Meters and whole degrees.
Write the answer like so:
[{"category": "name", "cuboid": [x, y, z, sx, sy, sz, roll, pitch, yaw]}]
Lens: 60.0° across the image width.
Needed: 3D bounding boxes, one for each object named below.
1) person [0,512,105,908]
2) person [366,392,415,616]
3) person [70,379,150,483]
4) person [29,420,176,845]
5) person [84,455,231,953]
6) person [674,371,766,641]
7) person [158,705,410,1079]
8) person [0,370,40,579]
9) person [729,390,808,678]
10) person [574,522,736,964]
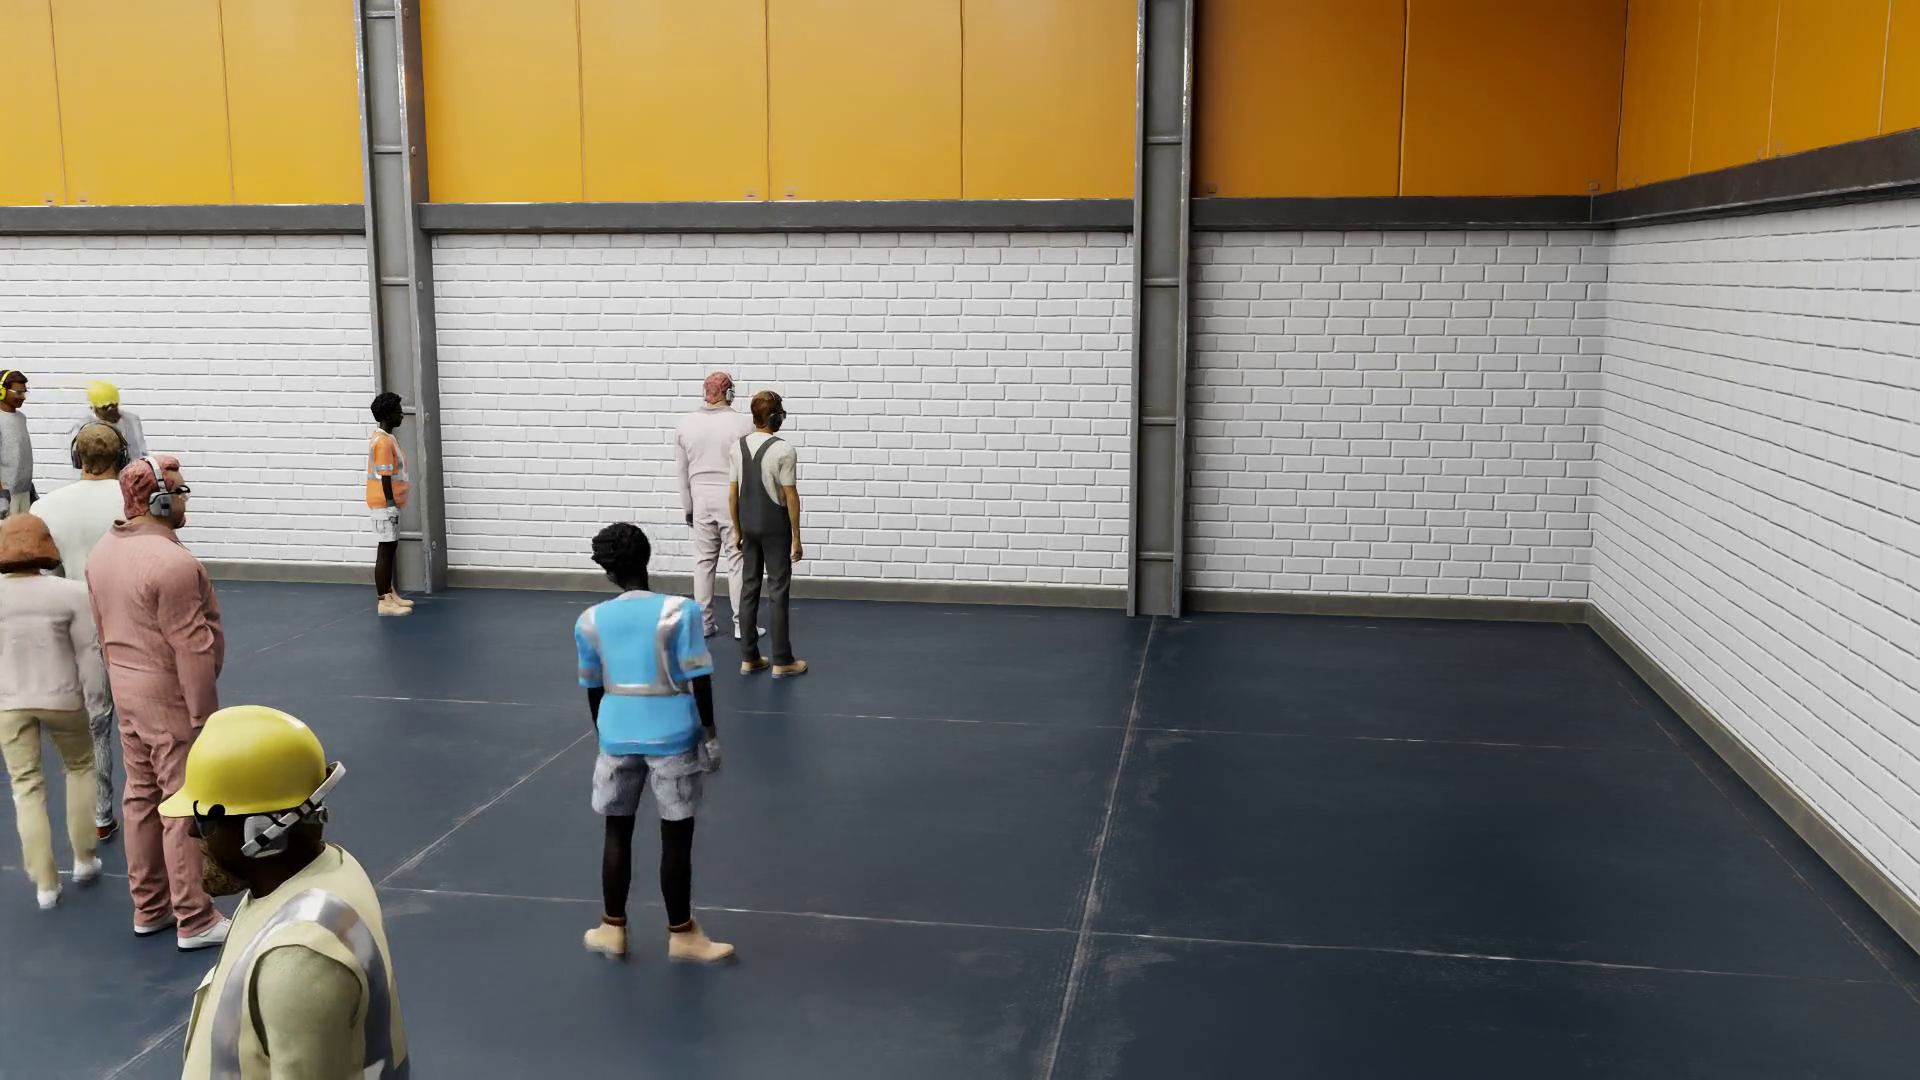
[{"category": "person", "cuboid": [-3.820, 0.682, 6.913, 0.520, 1.616, 0.561, -3, 10, -20]}, {"category": "person", "cuboid": [-4.331, -0.272, 12.609, 0.320, 1.694, 0.531, -2, 10, -15]}, {"category": "person", "cuboid": [-6.718, -0.396, 13.106, 0.776, 1.779, 0.619, 4, 10, 23]}, {"category": "person", "cuboid": [-3.837, 0.423, 7.553, 0.629, 1.940, 0.373, -2, 9, -14]}, {"category": "person", "cuboid": [-3.036, 0.625, 6.408, 0.642, 1.909, 0.410, 6, 11, 34]}, {"category": "person", "cuboid": [-1.669, -0.237, 11.734, 0.642, 1.906, 0.410, 3, 10, 17]}, {"category": "person", "cuboid": [-1.238, 1.200, 3.126, 0.403, 1.825, 0.592, -4, 10, -22]}, {"category": "person", "cuboid": [-7.128, -0.352, 12.568, 0.329, 1.865, 0.510, 0, 9, -3]}, {"category": "person", "cuboid": [-1.240, -0.037, 10.674, 0.511, 1.844, 0.328, 5, 10, 28]}, {"category": "person", "cuboid": [-1.135, 0.772, 6.246, 0.633, 1.670, 0.317, 3, 10, 18]}]
